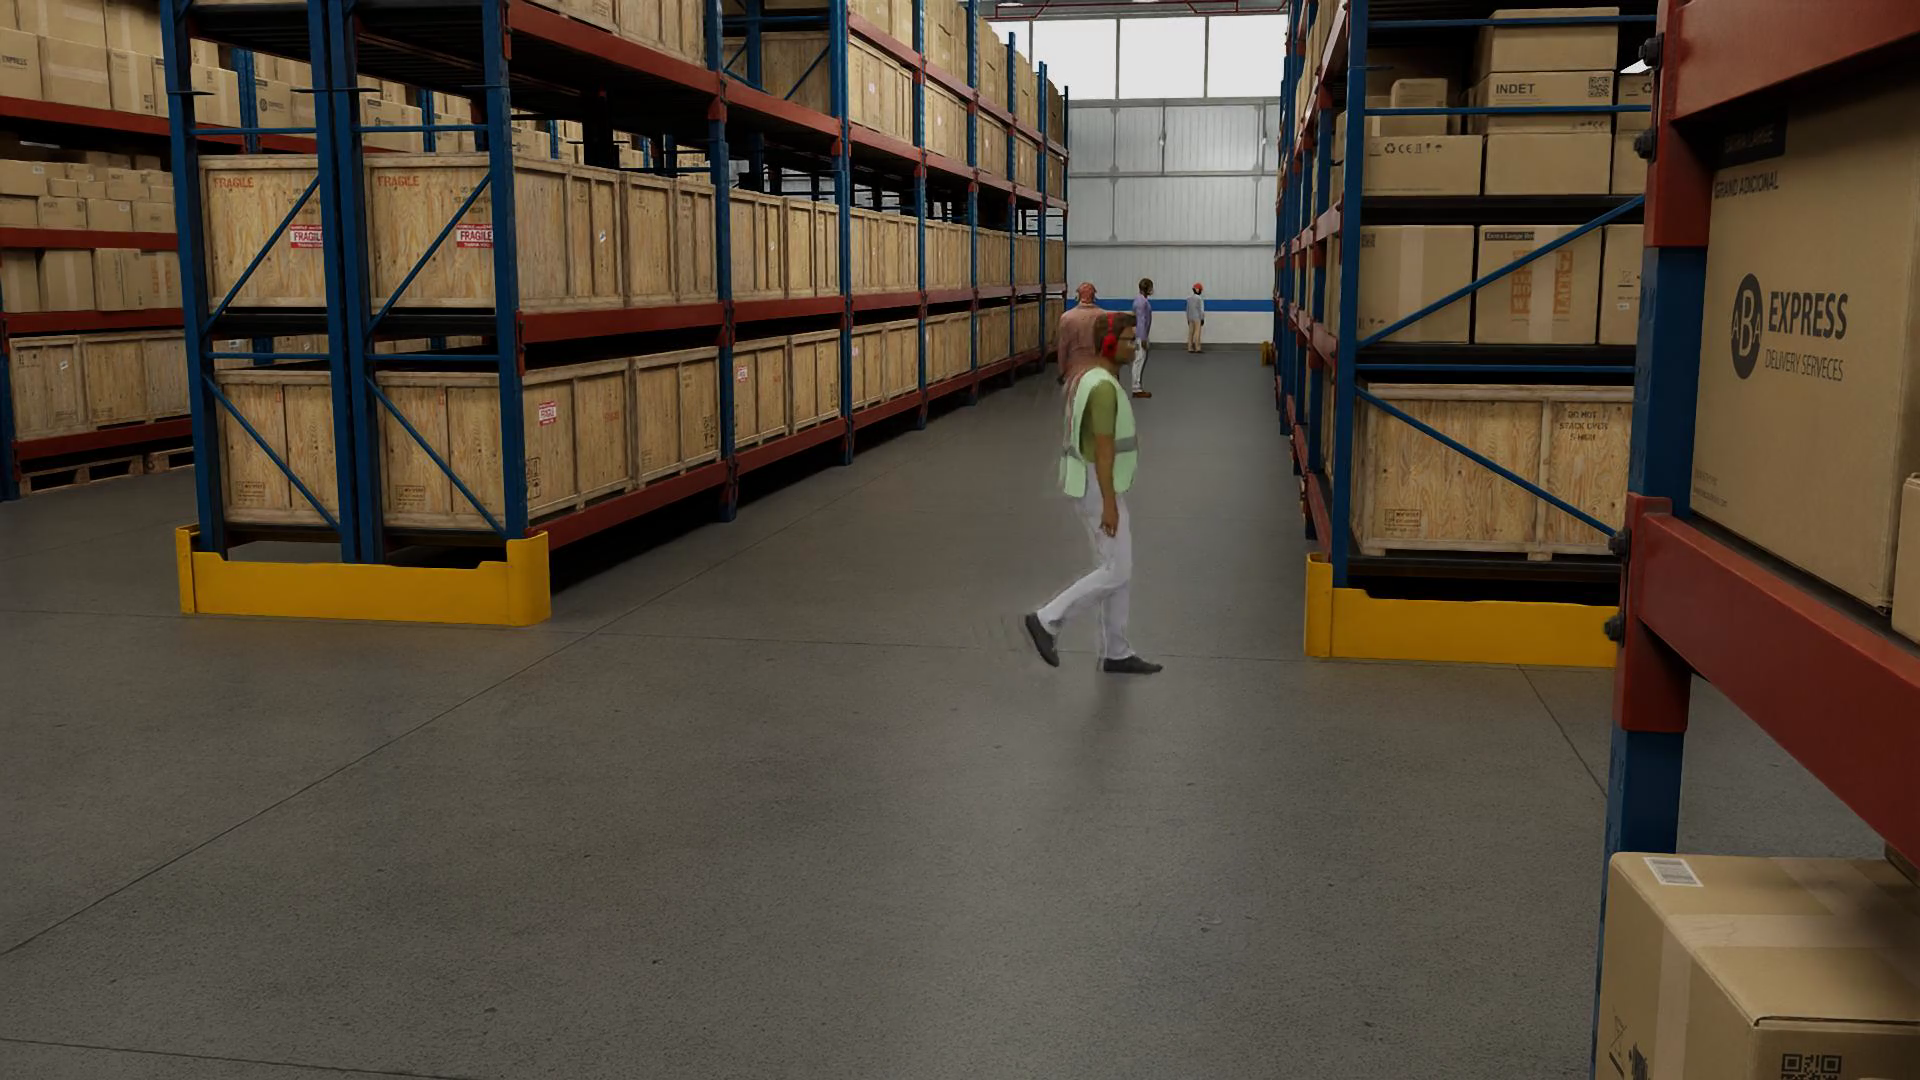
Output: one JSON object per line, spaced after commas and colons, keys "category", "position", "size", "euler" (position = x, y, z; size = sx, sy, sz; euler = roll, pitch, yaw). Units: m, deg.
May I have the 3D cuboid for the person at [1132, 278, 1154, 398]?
{"category": "person", "position": [2.932, -3.250, 26.807], "size": [0.364, 1.931, 0.634], "euler": [1, 9, 9]}

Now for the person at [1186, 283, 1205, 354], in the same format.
{"category": "person", "position": [5.863, -5.490, 41.251], "size": [0.339, 1.746, 0.562], "euler": [-7, 11, -35]}

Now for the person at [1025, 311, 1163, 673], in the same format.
{"category": "person", "position": [0.691, -0.221, 8.288], "size": [0.603, 1.833, 0.580], "euler": [1, 9, 7]}

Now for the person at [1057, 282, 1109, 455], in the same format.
{"category": "person", "position": [1.376, -1.872, 18.313], "size": [0.654, 1.906, 0.408], "euler": [-2, 9, -12]}
